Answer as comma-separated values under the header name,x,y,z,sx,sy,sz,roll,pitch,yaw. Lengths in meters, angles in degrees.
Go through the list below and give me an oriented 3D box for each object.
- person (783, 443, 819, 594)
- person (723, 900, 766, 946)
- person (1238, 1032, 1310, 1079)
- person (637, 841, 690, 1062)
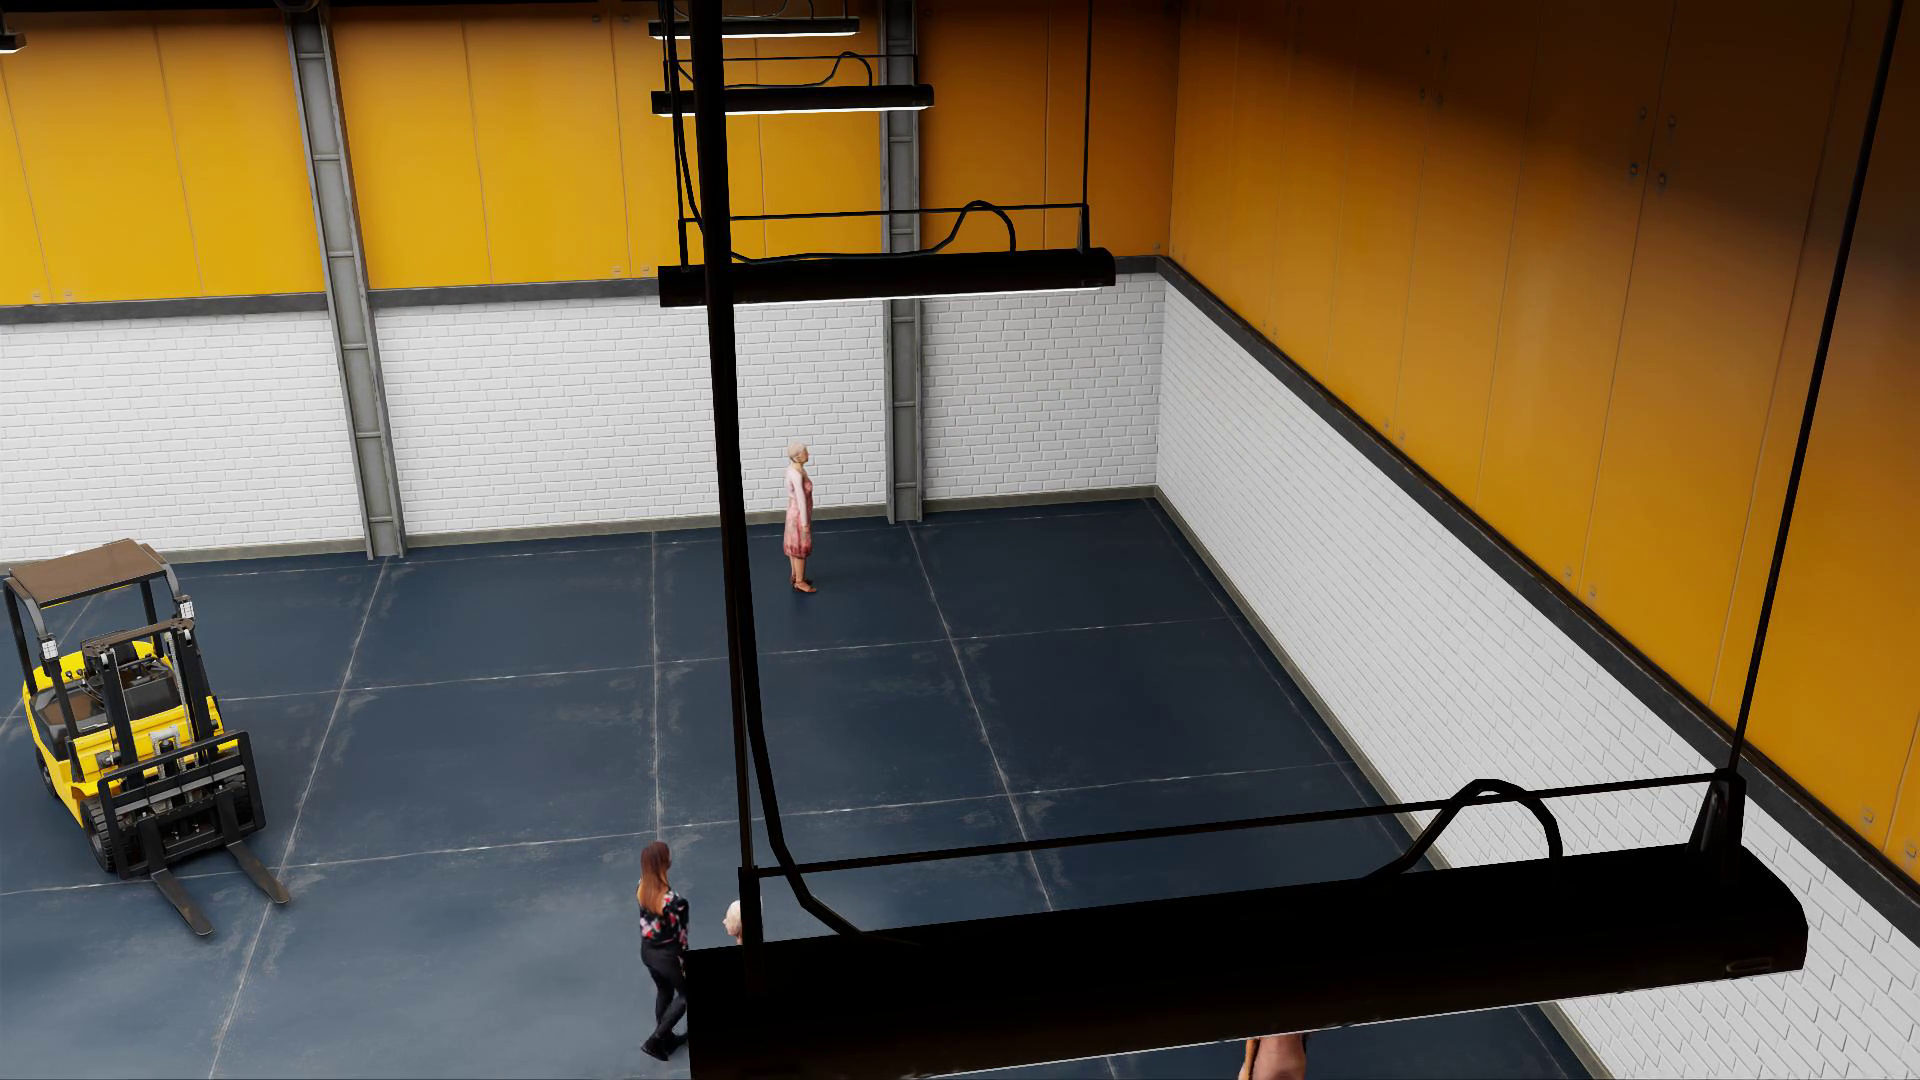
name,x,y,z,sx,sy,sz,roll,pitch,yaw
person,-1.739,-0.251,17.929,0.590,1.691,0.613,-7,24,-15
person,-1.246,2.990,10.509,1.101,1.695,0.699,-1,24,-2
person,1.918,3.194,9.896,0.708,1.813,0.722,-6,24,-13
person,-2.016,2.779,11.024,0.775,1.670,0.839,19,30,37
